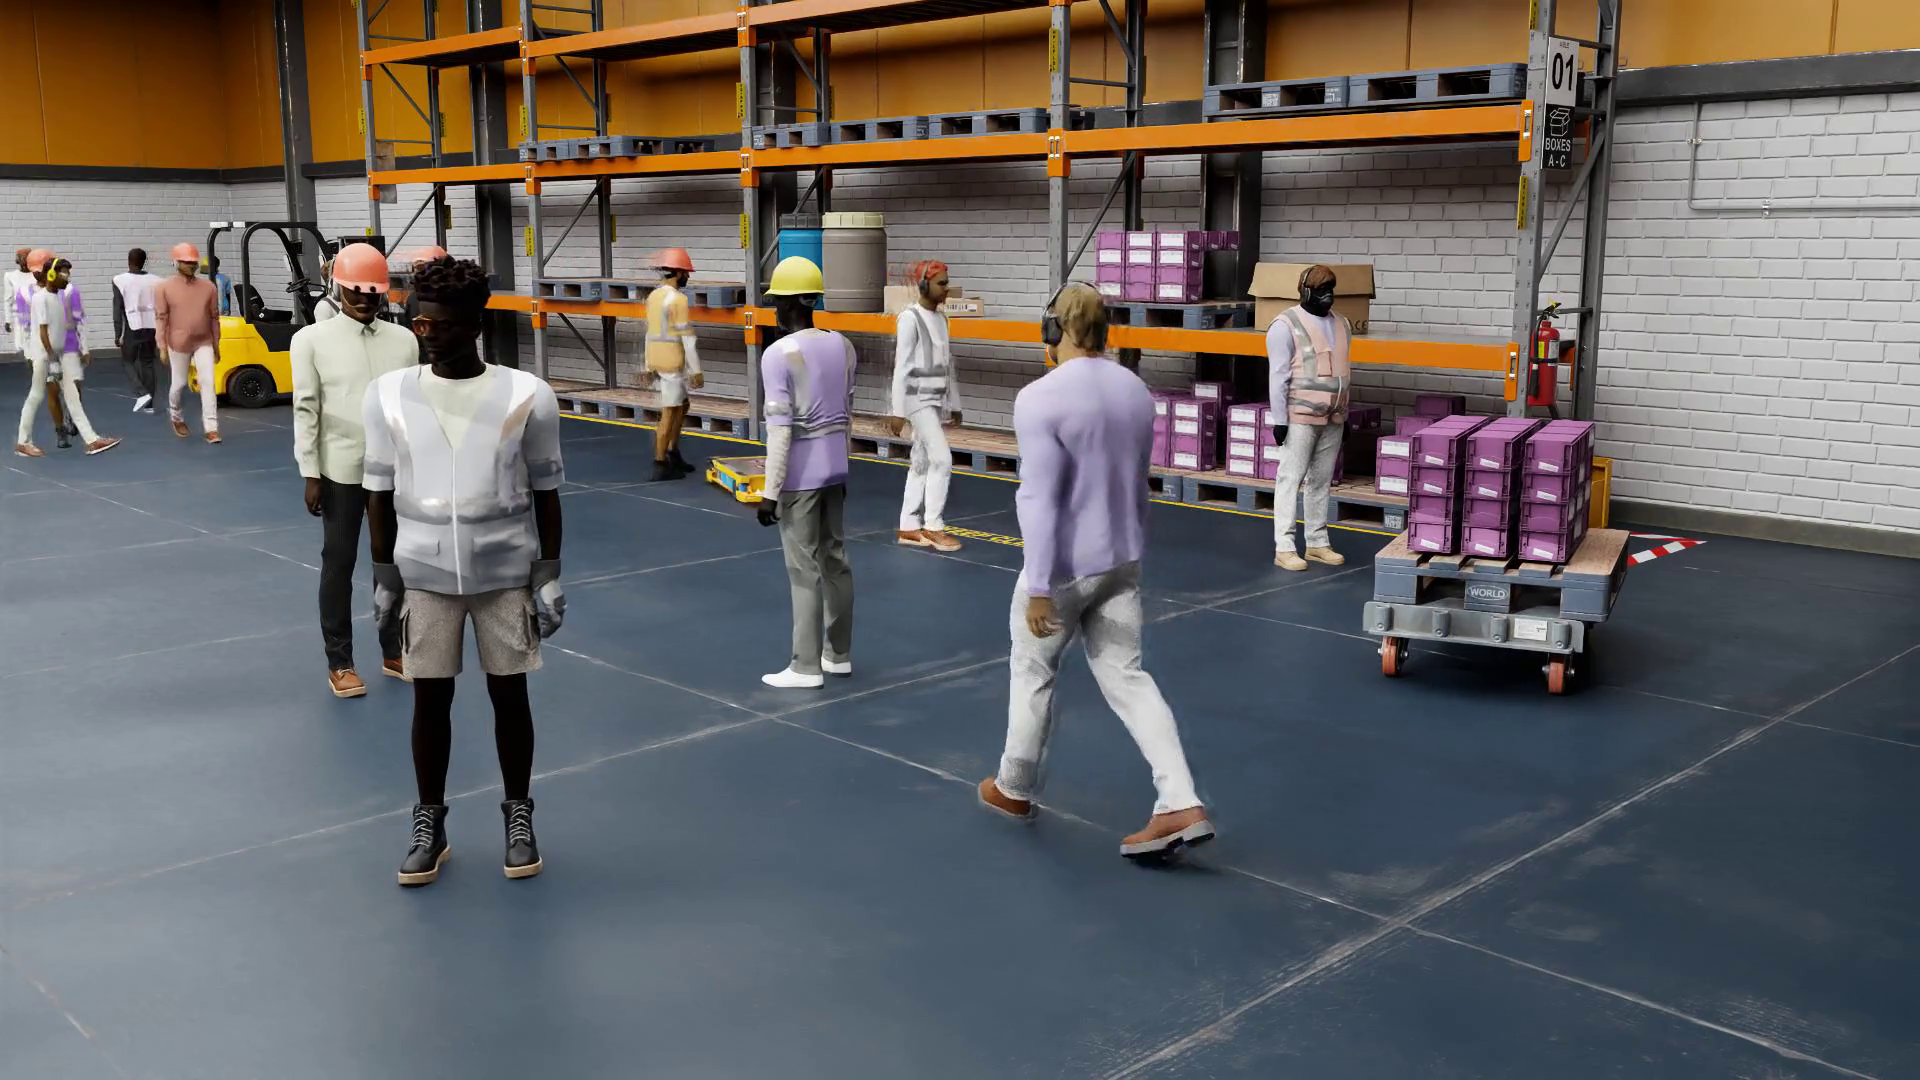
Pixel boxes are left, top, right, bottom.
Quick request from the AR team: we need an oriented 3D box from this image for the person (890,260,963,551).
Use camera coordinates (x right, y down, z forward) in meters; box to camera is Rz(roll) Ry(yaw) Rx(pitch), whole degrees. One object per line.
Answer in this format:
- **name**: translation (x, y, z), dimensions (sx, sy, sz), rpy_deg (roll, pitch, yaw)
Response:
- **person**: translation (-0.152, -0.853, 10.682), dimensions (0.673, 1.858, 0.626), rpy_deg (4, 11, 23)

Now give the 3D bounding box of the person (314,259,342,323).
- **person**: translation (-4.689, -1.204, 12.641), dimensions (0.345, 1.846, 0.507), rpy_deg (-1, 10, -4)

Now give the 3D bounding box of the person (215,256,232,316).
- **person**: translation (-11.961, -3.714, 26.735), dimensions (0.315, 1.696, 0.541), rpy_deg (8, 13, 35)

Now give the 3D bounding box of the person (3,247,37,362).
- **person**: translation (-12.238, -2.913, 21.910), dimensions (0.603, 1.865, 0.623), rpy_deg (-2, 11, -9)

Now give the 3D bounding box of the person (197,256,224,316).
- **person**: translation (-11.554, -3.511, 25.585), dimensions (0.487, 1.715, 0.806), rpy_deg (1, 10, 4)

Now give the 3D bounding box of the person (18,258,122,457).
- **person**: translation (-8.236, -1.655, 15.196), dimensions (0.973, 1.812, 0.556), rpy_deg (-1, 10, -3)

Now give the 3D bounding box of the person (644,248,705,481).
- **person**: translation (-2.339, -1.449, 13.776), dimensions (0.621, 1.911, 0.565), rpy_deg (-7, 12, -33)

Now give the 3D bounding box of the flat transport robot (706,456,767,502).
- **flat transport robot**: translation (-1.535, -0.499, 13.096), dimensions (0.652, 0.197, 1.431), rpy_deg (-4, 11, -20)

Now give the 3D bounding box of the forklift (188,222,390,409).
- **forklift**: translation (-8.169, -2.758, 20.163), dimensions (2.313, 2.155, 1.214), rpy_deg (-10, 14, -44)

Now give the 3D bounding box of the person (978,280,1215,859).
- **person**: translation (0.464, 0.094, 5.498), dimensions (0.650, 1.889, 0.988), rpy_deg (-9, 13, -39)

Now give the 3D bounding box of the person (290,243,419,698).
- **person**: translation (-2.632, -0.310, 7.388), dimensions (0.394, 1.985, 0.611), rpy_deg (9, 14, 42)

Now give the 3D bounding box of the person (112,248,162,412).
- **person**: translation (-9.352, -2.383, 18.998), dimensions (0.422, 1.881, 0.620), rpy_deg (8, 13, 37)

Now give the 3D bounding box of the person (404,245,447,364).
- **person**: translation (-3.928, -1.176, 12.187), dimensions (0.919, 1.959, 0.622), rpy_deg (-7, 12, -34)

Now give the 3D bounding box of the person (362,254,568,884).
- **person**: translation (-1.541, 0.100, 5.208), dimensions (0.607, 1.963, 0.374), rpy_deg (-1, 10, -8)

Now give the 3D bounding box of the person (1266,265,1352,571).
- **person**: translation (2.150, -0.742, 10.134), dimensions (0.633, 1.842, 0.429), rpy_deg (-7, 12, -33)

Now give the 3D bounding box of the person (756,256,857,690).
- **person**: translation (-0.696, -0.291, 7.437), dimensions (0.377, 1.929, 0.585), rpy_deg (7, 12, 32)

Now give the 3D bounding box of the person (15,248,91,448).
- **person**: translation (-8.650, -1.828, 15.900), dimensions (0.583, 1.903, 0.644), rpy_deg (-5, 12, -27)

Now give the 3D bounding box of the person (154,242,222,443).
- **person**: translation (-7.614, -1.951, 16.399), dimensions (0.623, 1.960, 0.977), rpy_deg (-9, 13, -39)
